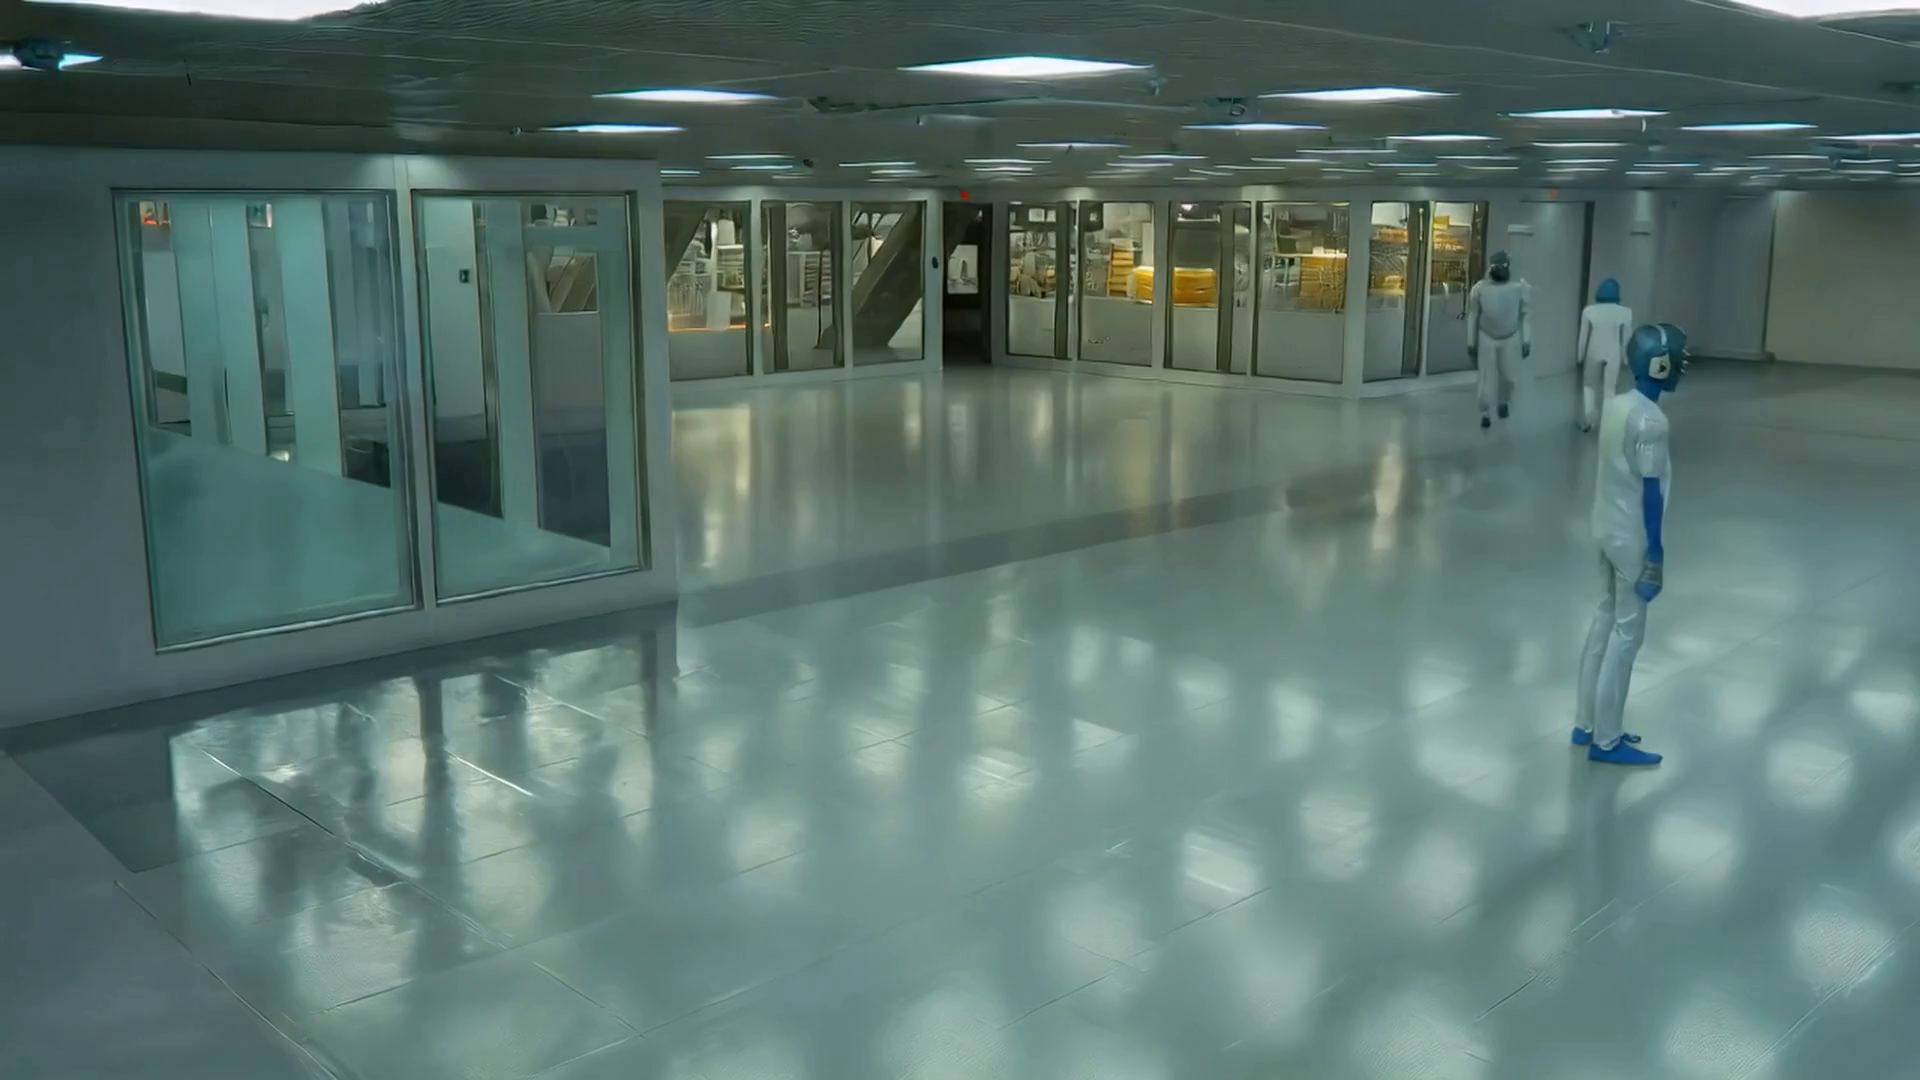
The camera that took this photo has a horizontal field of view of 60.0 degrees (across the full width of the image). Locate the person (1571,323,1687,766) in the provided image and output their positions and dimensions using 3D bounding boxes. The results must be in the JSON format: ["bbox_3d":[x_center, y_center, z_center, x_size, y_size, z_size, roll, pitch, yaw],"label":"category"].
[{"bbox_3d":[2.820,0.025,6.984,0.328,1.861,0.502,-1,11,-3],"label":"person"}]

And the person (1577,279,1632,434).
[{"bbox_3d":[6.550,-1.844,16.949,0.524,1.608,0.686,3,12,13],"label":"person"}]

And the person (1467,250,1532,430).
[{"bbox_3d":[5.721,-2.129,17.668,0.671,1.889,0.532,3,12,14],"label":"person"}]
